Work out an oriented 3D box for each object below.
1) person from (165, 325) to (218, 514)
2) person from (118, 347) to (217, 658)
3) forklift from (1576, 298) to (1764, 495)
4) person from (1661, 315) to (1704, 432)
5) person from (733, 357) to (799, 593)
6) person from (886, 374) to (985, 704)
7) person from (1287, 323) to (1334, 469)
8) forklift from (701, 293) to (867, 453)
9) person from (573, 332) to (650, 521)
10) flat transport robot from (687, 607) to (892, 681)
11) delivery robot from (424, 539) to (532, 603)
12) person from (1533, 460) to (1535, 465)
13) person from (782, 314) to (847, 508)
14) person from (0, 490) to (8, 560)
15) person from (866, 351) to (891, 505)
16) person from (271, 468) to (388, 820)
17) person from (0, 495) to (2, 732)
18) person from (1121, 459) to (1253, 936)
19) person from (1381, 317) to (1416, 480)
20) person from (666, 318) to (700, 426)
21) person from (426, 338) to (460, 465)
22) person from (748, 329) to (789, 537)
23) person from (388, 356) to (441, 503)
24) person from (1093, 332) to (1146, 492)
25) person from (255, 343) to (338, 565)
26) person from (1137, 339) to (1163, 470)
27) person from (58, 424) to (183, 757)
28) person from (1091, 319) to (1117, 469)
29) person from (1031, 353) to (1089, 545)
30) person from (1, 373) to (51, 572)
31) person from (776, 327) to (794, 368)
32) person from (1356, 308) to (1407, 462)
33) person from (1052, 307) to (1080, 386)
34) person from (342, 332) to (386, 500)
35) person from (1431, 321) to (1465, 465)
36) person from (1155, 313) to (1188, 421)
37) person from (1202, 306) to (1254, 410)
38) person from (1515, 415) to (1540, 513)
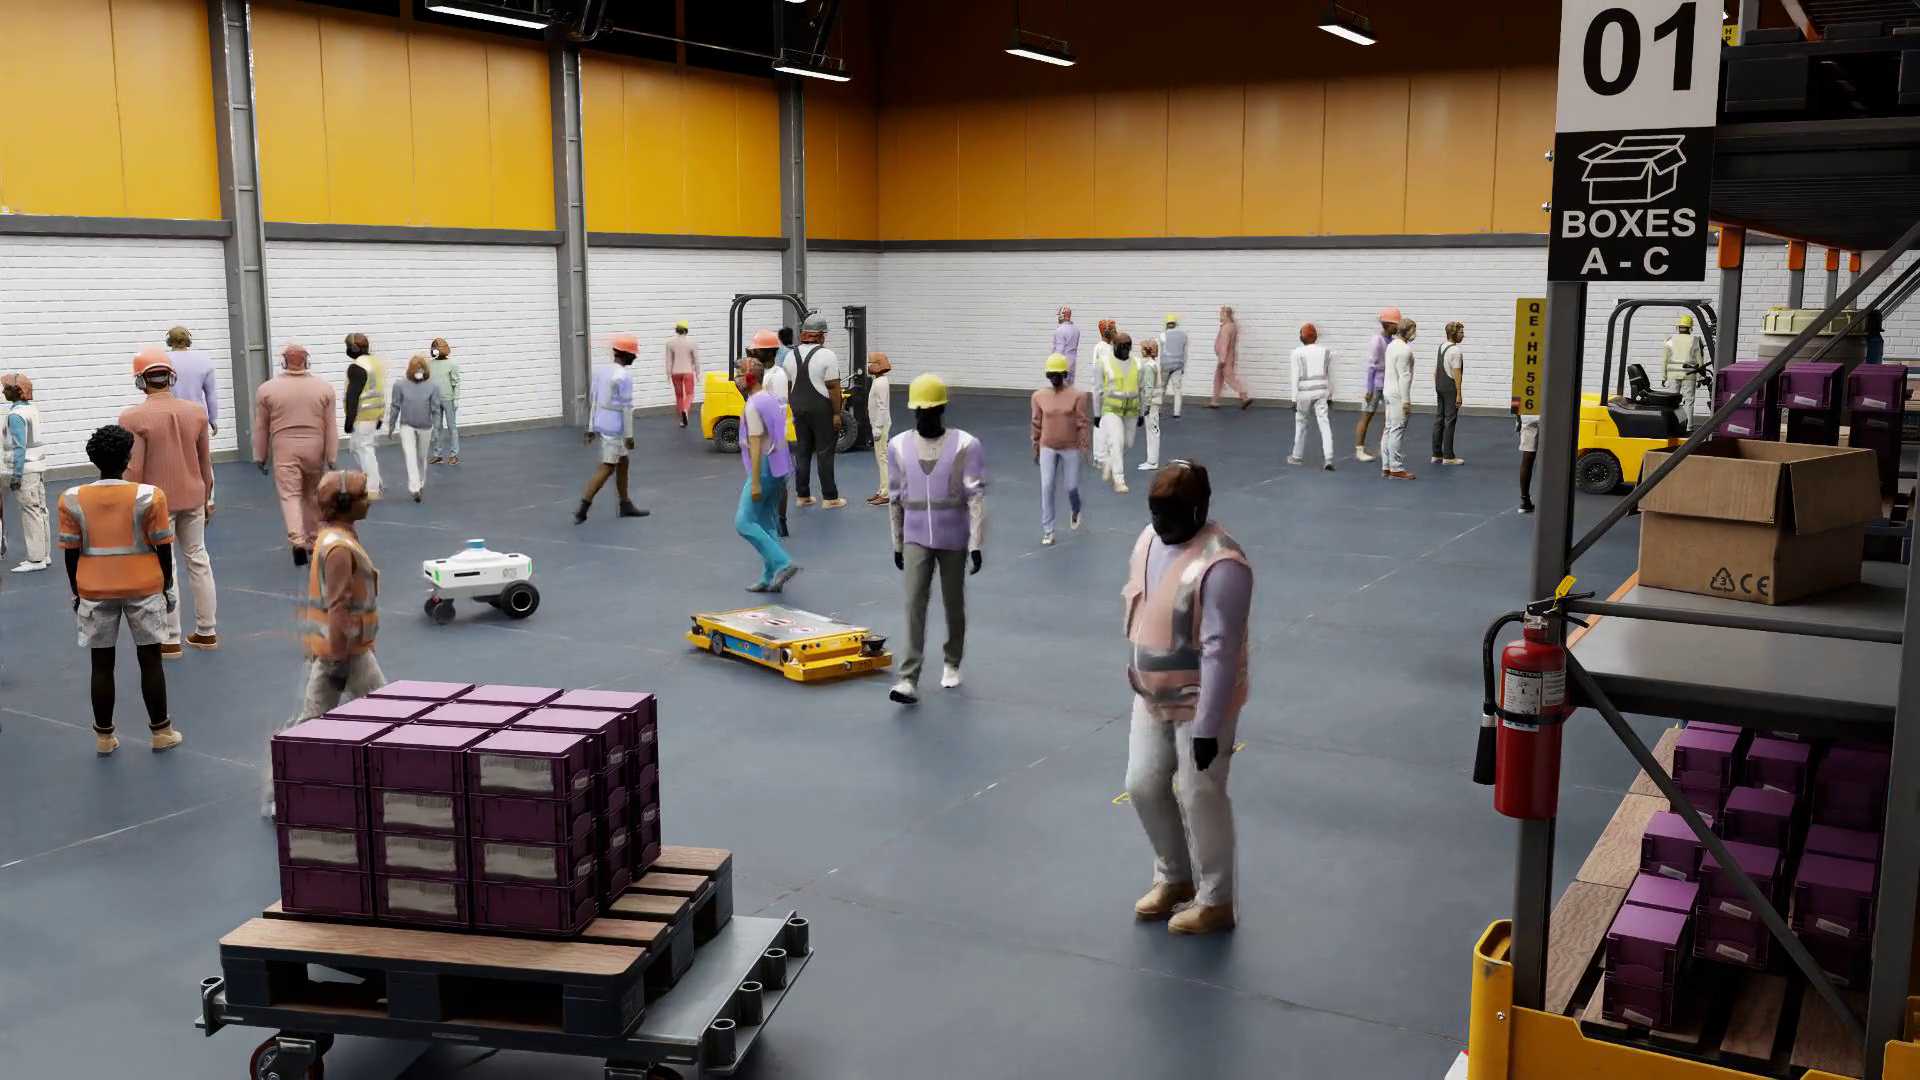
[{"bbox_3d":[-7.855,-1.205,16.862,0.635,1.937,0.352,-6,11,-35],"label":"person"},{"bbox_3d":[-5.086,-0.236,10.663,0.402,1.985,0.613,5,11,31],"label":"person"},{"bbox_3d":[7.954,-1.589,18.462,2.313,2.155,1.214,5,11,30],"label":"forklift"},{"bbox_3d":[10.911,-2.478,25.132,0.591,1.834,0.404,6,11,34],"label":"person"},{"bbox_3d":[-1.501,-0.477,12.666,0.438,1.823,0.592,1,9,7],"label":"person"},{"bbox_3d":[-0.153,-0.008,9.568,0.612,1.874,0.978,2,9,13],"label":"person"},{"bbox_3d":[4.472,-1.816,21.016,0.626,1.835,1.021,-2,9,-12],"label":"person"},{"bbox_3d":[-2.458,-2.344,23.176,2.313,2.155,1.214,0,9,-2],"label":"forklift"},{"bbox_3d":[-3.520,-1.113,16.497,0.819,1.887,0.551,-6,11,-31],"label":"person"},{"bbox_3d":[-1.110,0.630,10.593,0.652,0.197,1.431,-7,11,-37],"label":"flat transport robot"},{"bbox_3d":[-3.437,0.238,11.852,0.707,0.478,0.477,-5,10,-31],"label":"delivery robot"},{"bbox_3d":[7.430,-1.884,21.141,0.594,1.923,0.374,4,10,24],"label":"person"},{"bbox_3d":[-1.492,-1.361,17.519,0.673,2.000,0.535,6,11,32],"label":"person"},{"bbox_3d":[-5.979,-0.033,9.864,0.474,1.844,0.501,5,10,27],"label":"person"},{"bbox_3d":[-0.865,-1.187,17.698,0.276,1.633,0.507,-1,9,-4],"label":"person"},{"bbox_3d":[-2.713,0.472,7.453,0.853,1.588,0.533,-4,10,-25],"label":"person"},{"bbox_3d":[-5.346,0.092,8.767,0.545,1.938,0.358,-3,10,-20],"label":"person"},{"bbox_3d":[0.841,0.592,6.072,0.501,1.802,0.651,-5,10,-28],"label":"person"},{"bbox_3d":[5.261,-1.692,19.924,0.378,1.933,0.628,0,9,-1],"label":"person"},{"bbox_3d":[-4.430,-2.655,26.524,0.529,1.749,0.648,0,9,-1],"label":"person"},{"bbox_3d":[-6.668,-1.785,21.423,0.498,1.634,0.279,3,10,17],"label":"person"},{"bbox_3d":[-1.791,-0.986,15.498,0.354,1.939,0.545,-5,10,-28],"label":"person"},{"bbox_3d":[-5.872,-1.199,17.942,0.540,1.567,0.869,-4,10,-24],"label":"person"},{"bbox_3d":[1.799,-1.472,18.973,0.632,1.807,0.814,-3,10,-18],"label":"person"},{"bbox_3d":[-5.640,-0.736,14.172,0.652,1.873,0.935,-4,10,-25],"label":"person"},{"bbox_3d":[2.377,-1.689,20.806,0.314,1.641,0.515,2,9,13],"label":"person"},{"bbox_3d":[-4.262,0.262,8.458,0.536,1.697,0.318,-2,9,-14],"label":"person"},{"bbox_3d":[1.843,-1.841,21.007,0.356,1.883,0.573,-1,9,-5],"label":"person"},{"bbox_3d":[0.924,-0.848,15.209,0.545,1.748,0.621,2,9,12],"label":"person"},{"bbox_3d":[-7.718,-0.556,13.742,0.308,1.640,0.510,-3,9,-16],"label":"person"},{"bbox_3d":[-2.626,-2.275,24.305,0.570,1.685,0.532,-3,10,-18],"label":"person"},{"bbox_3d":[5.517,-1.997,21.638,0.707,2.005,0.642,8,12,42],"label":"person"},{"bbox_3d":[1.722,-2.908,27.589,0.410,1.909,0.643,5,11,30],"label":"person"},{"bbox_3d":[-6.468,-1.329,18.009,0.457,1.828,0.629,-1,9,-4],"label":"person"},{"bbox_3d":[6.290,-1.883,21.387,0.325,1.841,0.517,-3,9,-16],"label":"person"},{"bbox_3d":[3.514,-2.913,27.993,0.600,1.780,0.950,-2,9,-11],"label":"person"},{"bbox_3d":[4.877,-3.293,30.103,0.891,1.879,0.651,3,10,18],"label":"person"},{"bbox_3d":[5.942,-1.234,16.954,0.372,1.966,0.603,-8,12,-41],"label":"person"}]
